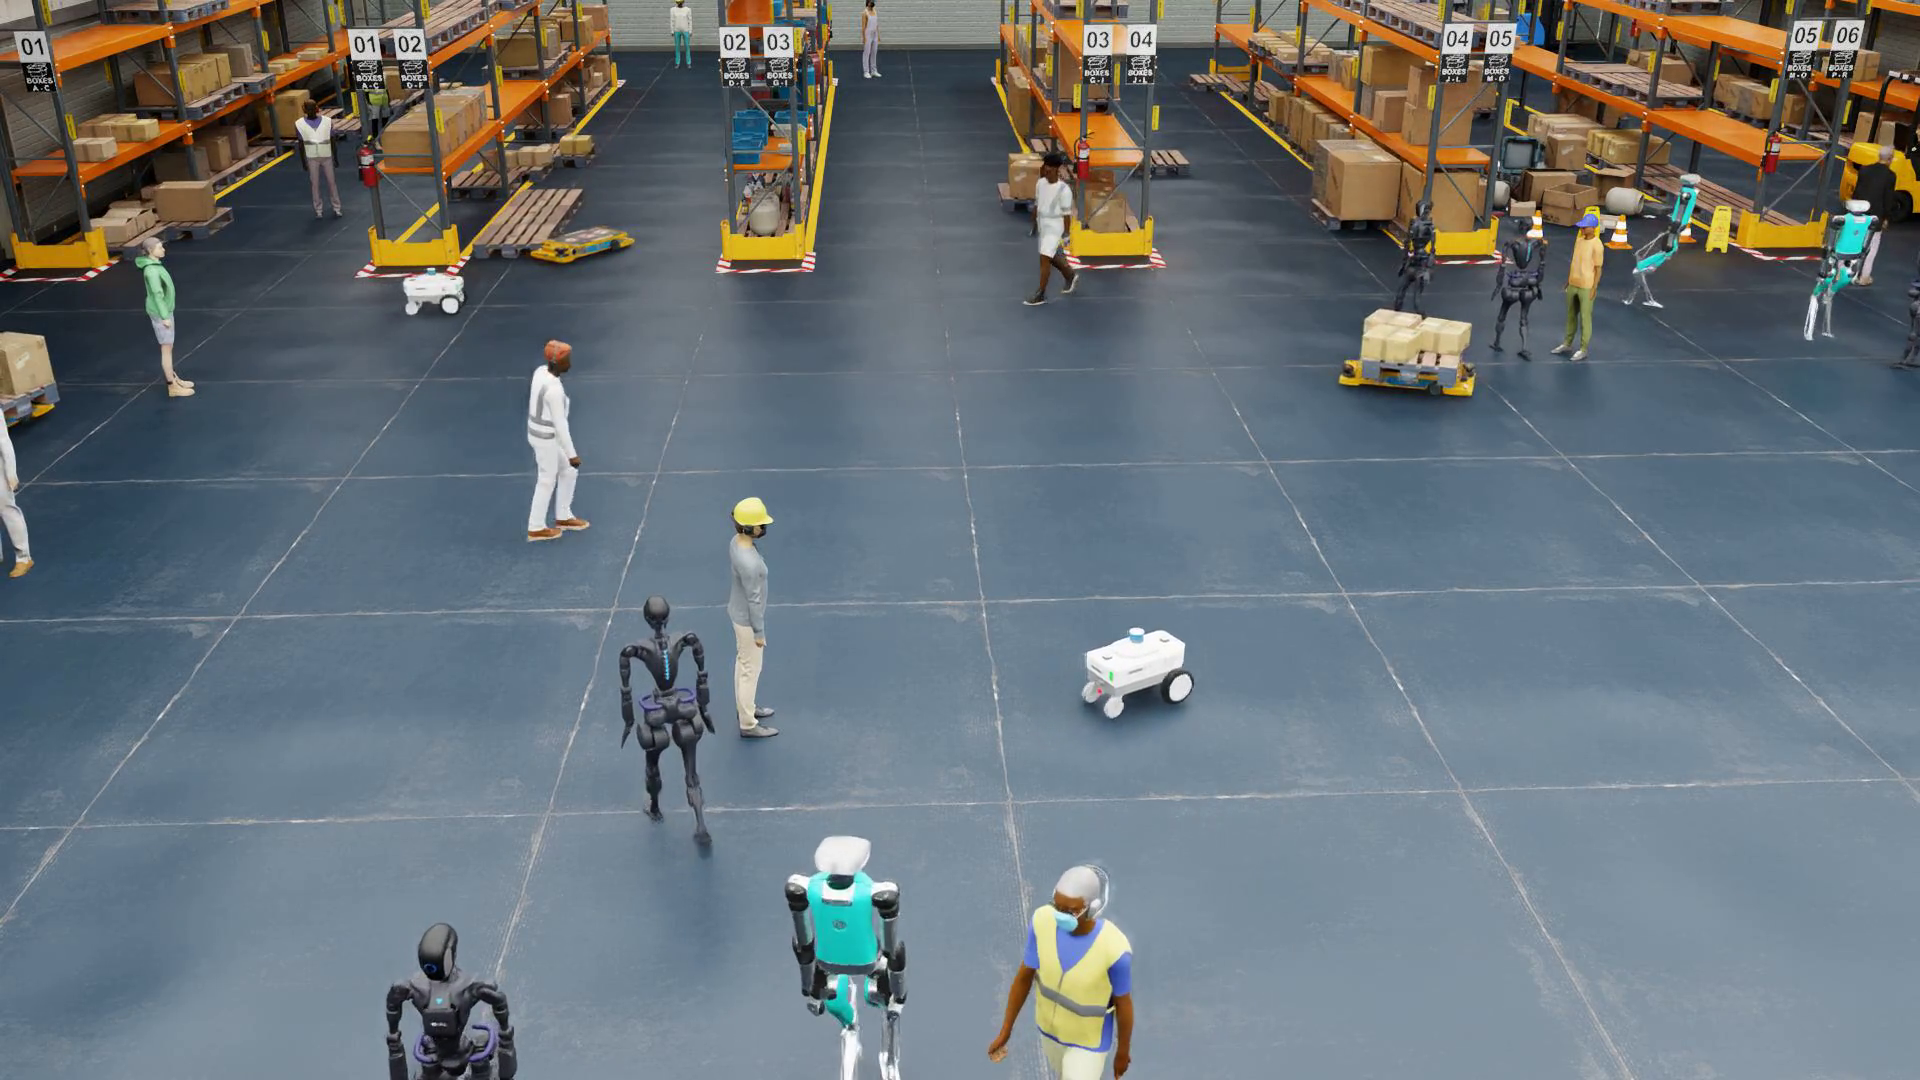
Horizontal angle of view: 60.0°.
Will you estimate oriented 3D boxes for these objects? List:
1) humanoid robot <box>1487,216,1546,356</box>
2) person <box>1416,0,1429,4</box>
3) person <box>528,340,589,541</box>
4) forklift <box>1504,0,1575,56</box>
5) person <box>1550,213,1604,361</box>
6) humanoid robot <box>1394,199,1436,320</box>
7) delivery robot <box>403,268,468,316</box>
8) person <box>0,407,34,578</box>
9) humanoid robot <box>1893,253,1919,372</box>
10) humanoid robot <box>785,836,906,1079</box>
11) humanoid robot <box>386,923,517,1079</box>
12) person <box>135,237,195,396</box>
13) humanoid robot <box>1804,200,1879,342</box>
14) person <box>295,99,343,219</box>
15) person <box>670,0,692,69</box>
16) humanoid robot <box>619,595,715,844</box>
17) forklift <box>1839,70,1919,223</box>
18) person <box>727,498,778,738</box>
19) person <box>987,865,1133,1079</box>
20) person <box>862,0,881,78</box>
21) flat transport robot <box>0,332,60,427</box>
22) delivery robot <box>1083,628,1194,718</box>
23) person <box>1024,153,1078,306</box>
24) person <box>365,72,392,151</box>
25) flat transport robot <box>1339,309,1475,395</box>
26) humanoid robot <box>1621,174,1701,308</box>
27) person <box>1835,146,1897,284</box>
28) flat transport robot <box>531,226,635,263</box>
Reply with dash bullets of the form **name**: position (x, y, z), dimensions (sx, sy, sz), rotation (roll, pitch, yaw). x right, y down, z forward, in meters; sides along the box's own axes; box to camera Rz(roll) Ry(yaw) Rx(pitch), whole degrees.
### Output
- **humanoid robot**: position (6.548, -2.983, 19.464), dimensions (0.613, 1.638, 0.607), rotation (-3, 24, -7)
- **person**: position (11.694, -13.056, 41.928), dimensions (0.395, 1.799, 0.587), rotation (-18, 30, -35)
- **person**: position (-3.536, -0.852, 14.448), dimensions (0.652, 1.843, 0.608), rotation (-8, 25, -17)
- **forklift**: position (14.700, -13.805, 42.301), dimensions (1.873, 2.768, 1.129), rotation (-1, 24, -2)
- **person**: position (7.181, -2.930, 19.274), dimensions (0.367, 1.717, 0.459), rotation (-10, 26, -21)
- **humanoid robot**: position (5.592, -3.341, 20.297), dimensions (0.517, 1.644, 0.601), rotation (-9, 26, -20)
- **delivery robot**: position (-6.704, -3.175, 21.251), dimensions (0.791, 0.592, 0.499), rotation (-2, 24, -4)
- **person**: position (-8.118, -0.592, 13.818), dimensions (0.571, 1.889, 0.389), rotation (3, 24, 6)
- **humanoid robot**: position (10.970, -2.739, 18.883), dimensions (0.362, 1.652, 0.610), rotation (16, 28, 31)
- **humanoid robot**: position (-0.462, 2.052, 8.103), dimensions (0.532, 1.777, 0.876), rotation (5, 24, 11)
- **humanoid robot**: position (-2.238, 2.378, 7.403), dimensions (0.585, 1.645, 0.373), rotation (-2, 24, -4)
- **person**: position (-8.683, -2.438, 18.138), dimensions (0.338, 1.743, 0.473), rotation (-9, 26, -20)
- **humanoid robot**: position (10.482, -3.252, 19.987), dimensions (0.530, 1.777, 0.791), rotation (-1, 24, -1)
- **person**: position (-9.979, -5.934, 25.884), dimensions (0.557, 1.837, 0.395), rotation (-11, 26, -23)
- **person**: position (-6.767, -12.360, 40.405), dimensions (0.523, 1.768, 0.306), rotation (-2, 24, -4)
- **humanoid robot**: position (-1.811, 1.102, 10.309), dimensions (0.590, 1.656, 0.575), rotation (-11, 26, -23)
- **forklift**: position (15.132, -6.143, 25.915), dimensions (2.313, 2.155, 1.214), rotation (-1, 24, -2)
- **person**: position (-1.426, 0.526, 11.462), dimensions (0.333, 1.757, 0.515), rotation (-7, 25, -16)
- **person**: position (0.448, 2.265, 7.449), dimensions (0.545, 1.842, 1.006), rotation (18, 29, 34)
- **person**: position (-2.075, -11.824, 39.079), dimensions (0.377, 1.862, 0.527), rotation (21, 32, 39)
- **flat transport robot**: position (-10.199, -1.237, 17.253), dimensions (0.659, 0.231, 1.431), rotation (6, 25, 12)
- **delivery robot**: position (1.282, 0.917, 12.046), dimensions (0.764, 0.582, 0.499), rotation (-14, 28, -29)
- **person**: position (1.211, -4.040, 21.505), dimensions (0.877, 1.940, 0.604), rotation (-14, 28, -29)
- **person**: position (-10.840, -8.144, 31.015), dimensions (0.318, 1.696, 0.536), rotation (17, 29, 33)
- **flat transport robot**: position (5.017, -1.856, 18.643), dimensions (1.431, 0.231, 0.659), rotation (7, 25, 16)
- **humanoid robot**: position (8.859, -3.755, 21.208), dimensions (0.833, 1.873, 0.533), rotation (14, 28, 29)
- **person**: position (12.222, -4.362, 22.357), dimensions (0.433, 1.837, 0.538), rotation (-15, 28, -30)
- **flat transport robot**: position (-5.459, -4.285, 24.101), dimensions (0.659, 0.231, 1.431), rotation (16, 29, 32)
